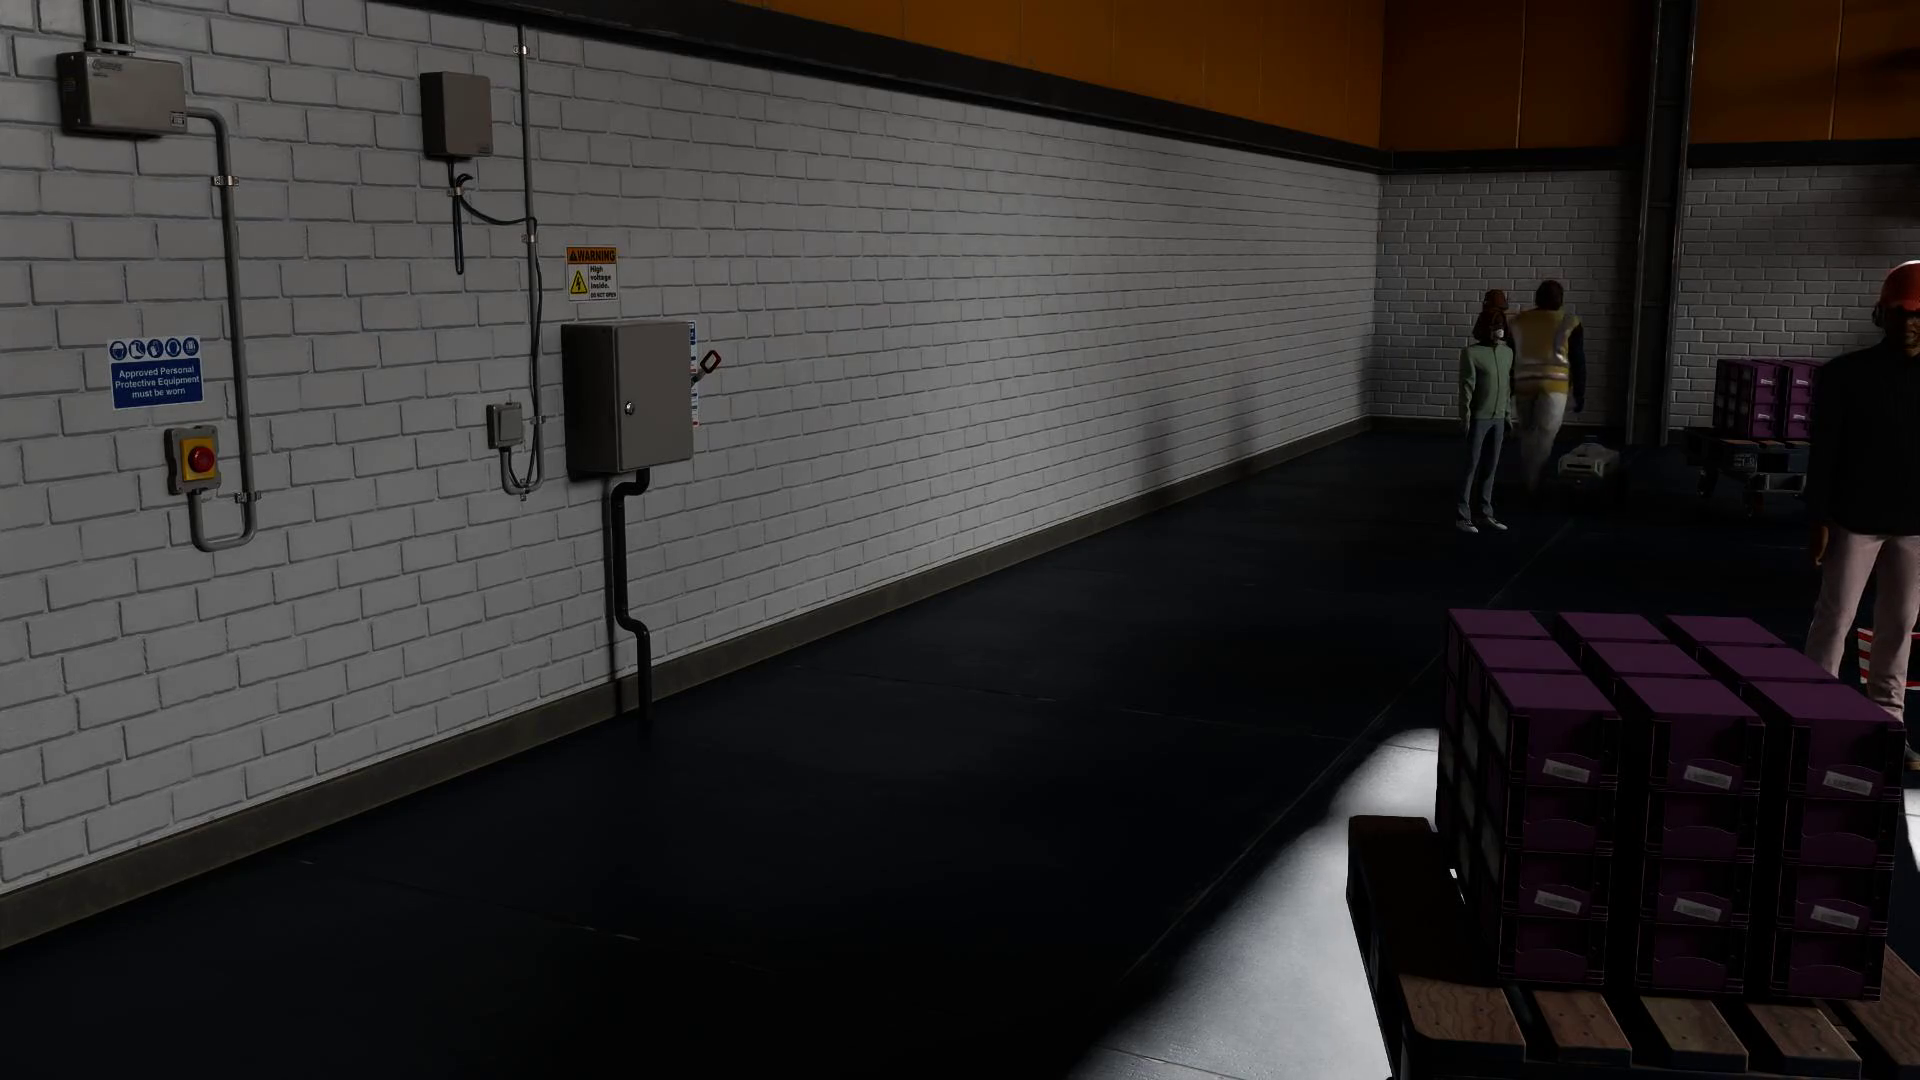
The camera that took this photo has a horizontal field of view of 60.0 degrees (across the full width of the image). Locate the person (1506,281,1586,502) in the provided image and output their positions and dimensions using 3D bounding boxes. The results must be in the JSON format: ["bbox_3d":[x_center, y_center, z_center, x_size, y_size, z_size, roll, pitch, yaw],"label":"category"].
[{"bbox_3d":[4.843,-1.236,13.775,0.654,1.797,0.897,7,12,35],"label":"person"}]

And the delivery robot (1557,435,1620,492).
[{"bbox_3d":[5.060,-0.600,13.374,0.477,0.478,0.707,6,12,33],"label":"delivery robot"}]

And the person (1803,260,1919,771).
[{"bbox_3d":[3.610,-0.080,6.480,0.612,1.991,0.392,0,10,2],"label":"person"}]

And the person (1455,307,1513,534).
[{"bbox_3d":[3.815,-0.867,12.071,0.508,1.632,0.271,-6,11,-29],"label":"person"}]

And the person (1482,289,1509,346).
[{"bbox_3d":[5.695,-1.854,17.785,0.278,1.634,0.499,7,12,35],"label":"person"}]
